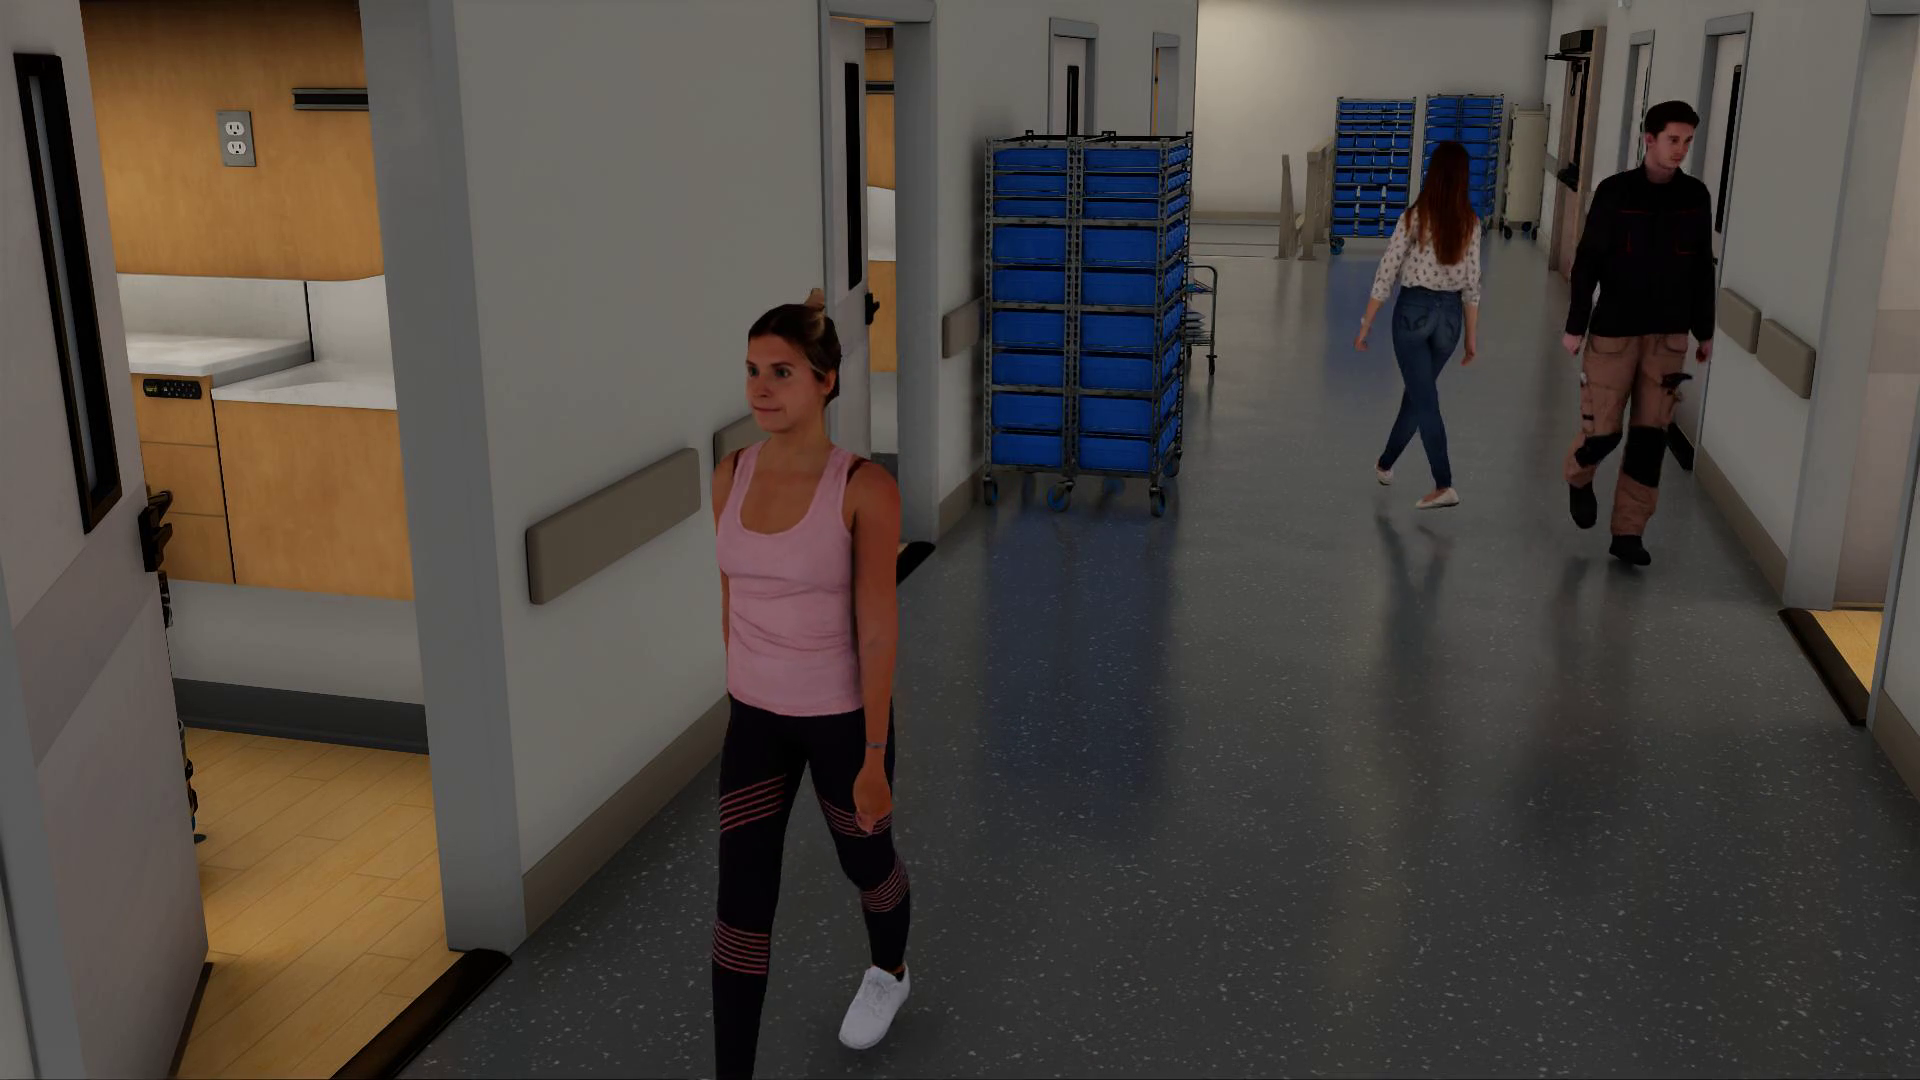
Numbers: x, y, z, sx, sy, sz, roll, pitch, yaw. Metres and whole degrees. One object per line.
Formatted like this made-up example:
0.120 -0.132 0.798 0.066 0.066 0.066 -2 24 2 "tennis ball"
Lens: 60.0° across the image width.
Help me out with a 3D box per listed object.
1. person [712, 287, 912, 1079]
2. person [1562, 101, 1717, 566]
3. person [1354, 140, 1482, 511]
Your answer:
-0.253 0.348 3.285 0.662 1.599 1.079 6 17 22 "person"
2.815 -0.856 7.000 0.867 1.900 0.997 0 16 1 "person"
2.221 -0.956 7.760 0.987 1.680 1.251 -3 16 -11 "person"
